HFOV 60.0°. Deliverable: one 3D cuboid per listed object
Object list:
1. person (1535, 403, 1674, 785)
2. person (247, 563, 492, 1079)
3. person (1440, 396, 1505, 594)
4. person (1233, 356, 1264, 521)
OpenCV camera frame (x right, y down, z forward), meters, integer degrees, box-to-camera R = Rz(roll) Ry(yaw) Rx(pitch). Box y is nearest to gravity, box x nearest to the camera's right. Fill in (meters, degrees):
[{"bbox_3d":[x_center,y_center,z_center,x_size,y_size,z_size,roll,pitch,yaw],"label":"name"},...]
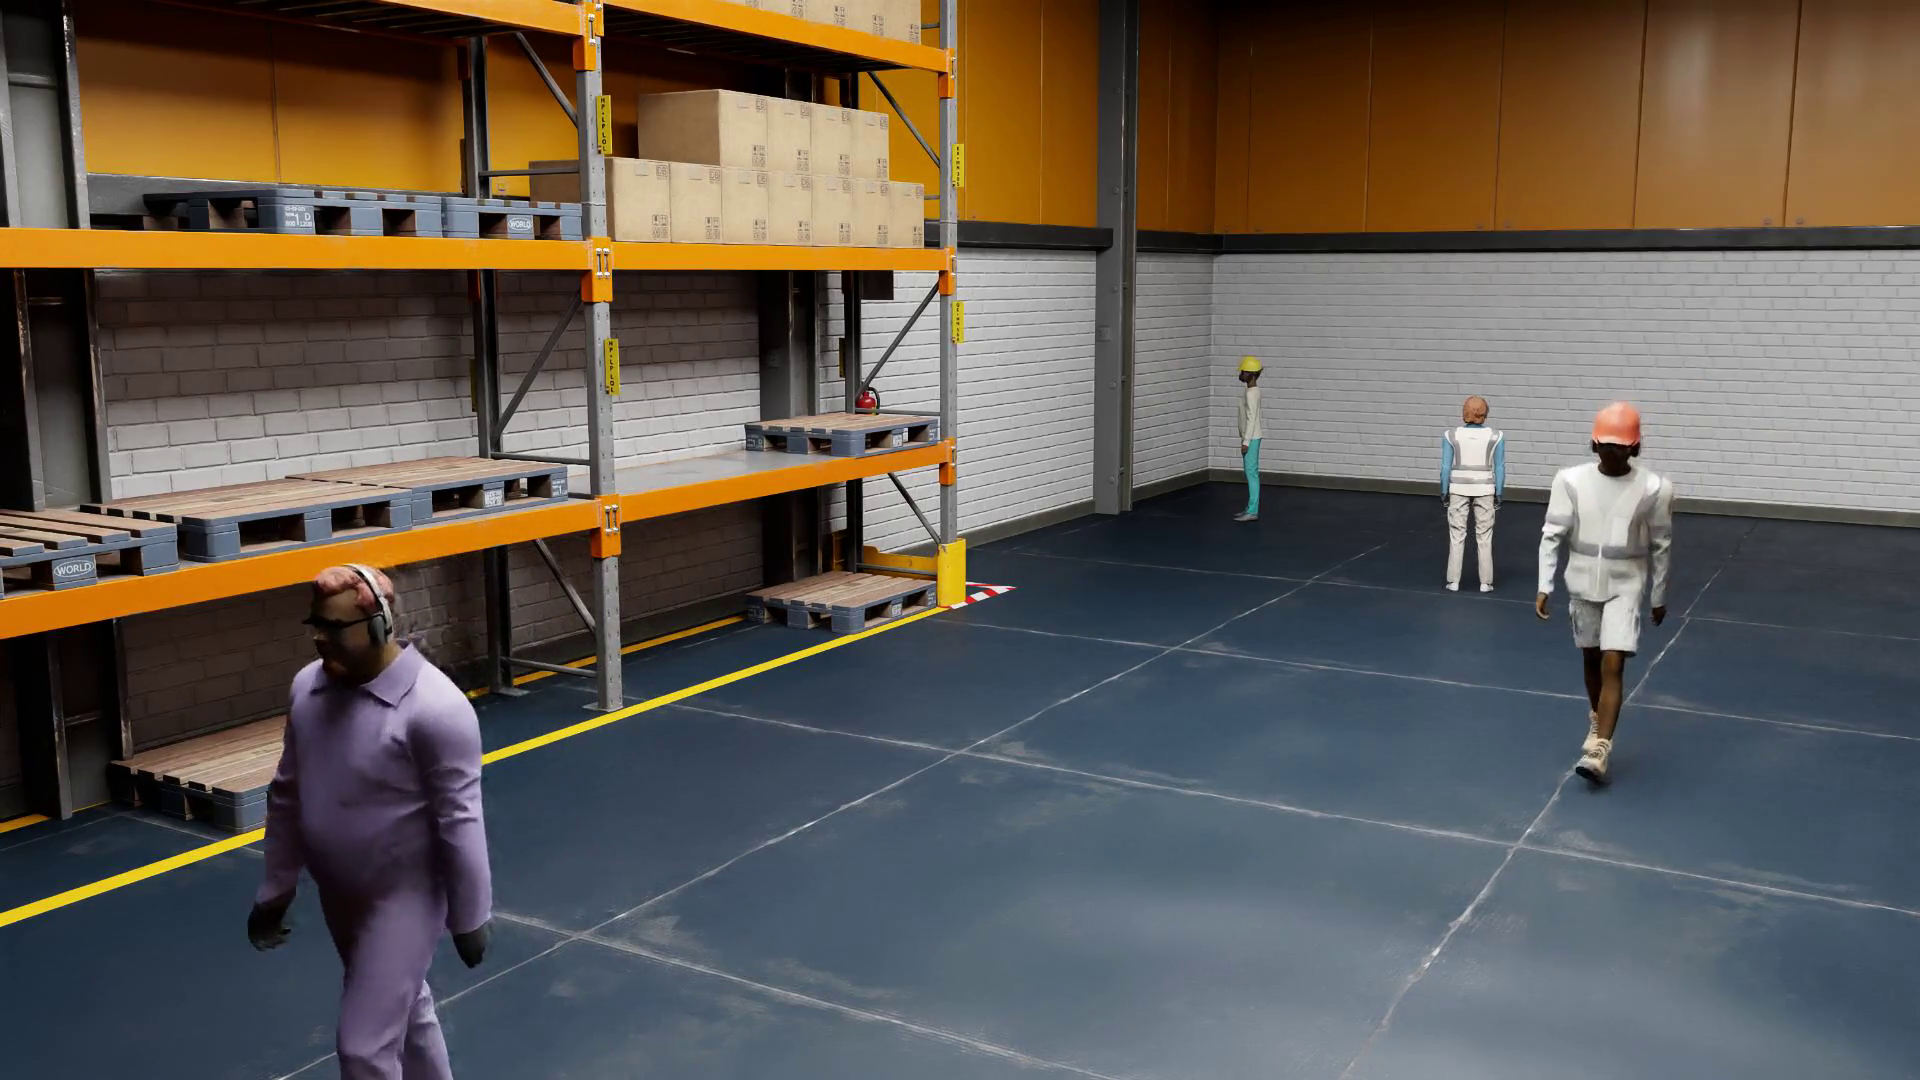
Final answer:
[{"bbox_3d":[3.403,0.262,8.802,0.615,1.969,1.108,6,11,35],"label":"person"},{"bbox_3d":[-1.668,1.000,4.516,0.647,1.875,0.811,6,11,35],"label":"person"},{"bbox_3d":[4.236,-0.370,13.777,0.515,1.640,0.315,3,10,17],"label":"person"},{"bbox_3d":[3.093,-1.081,17.816,0.301,1.772,0.524,2,9,12],"label":"person"}]
